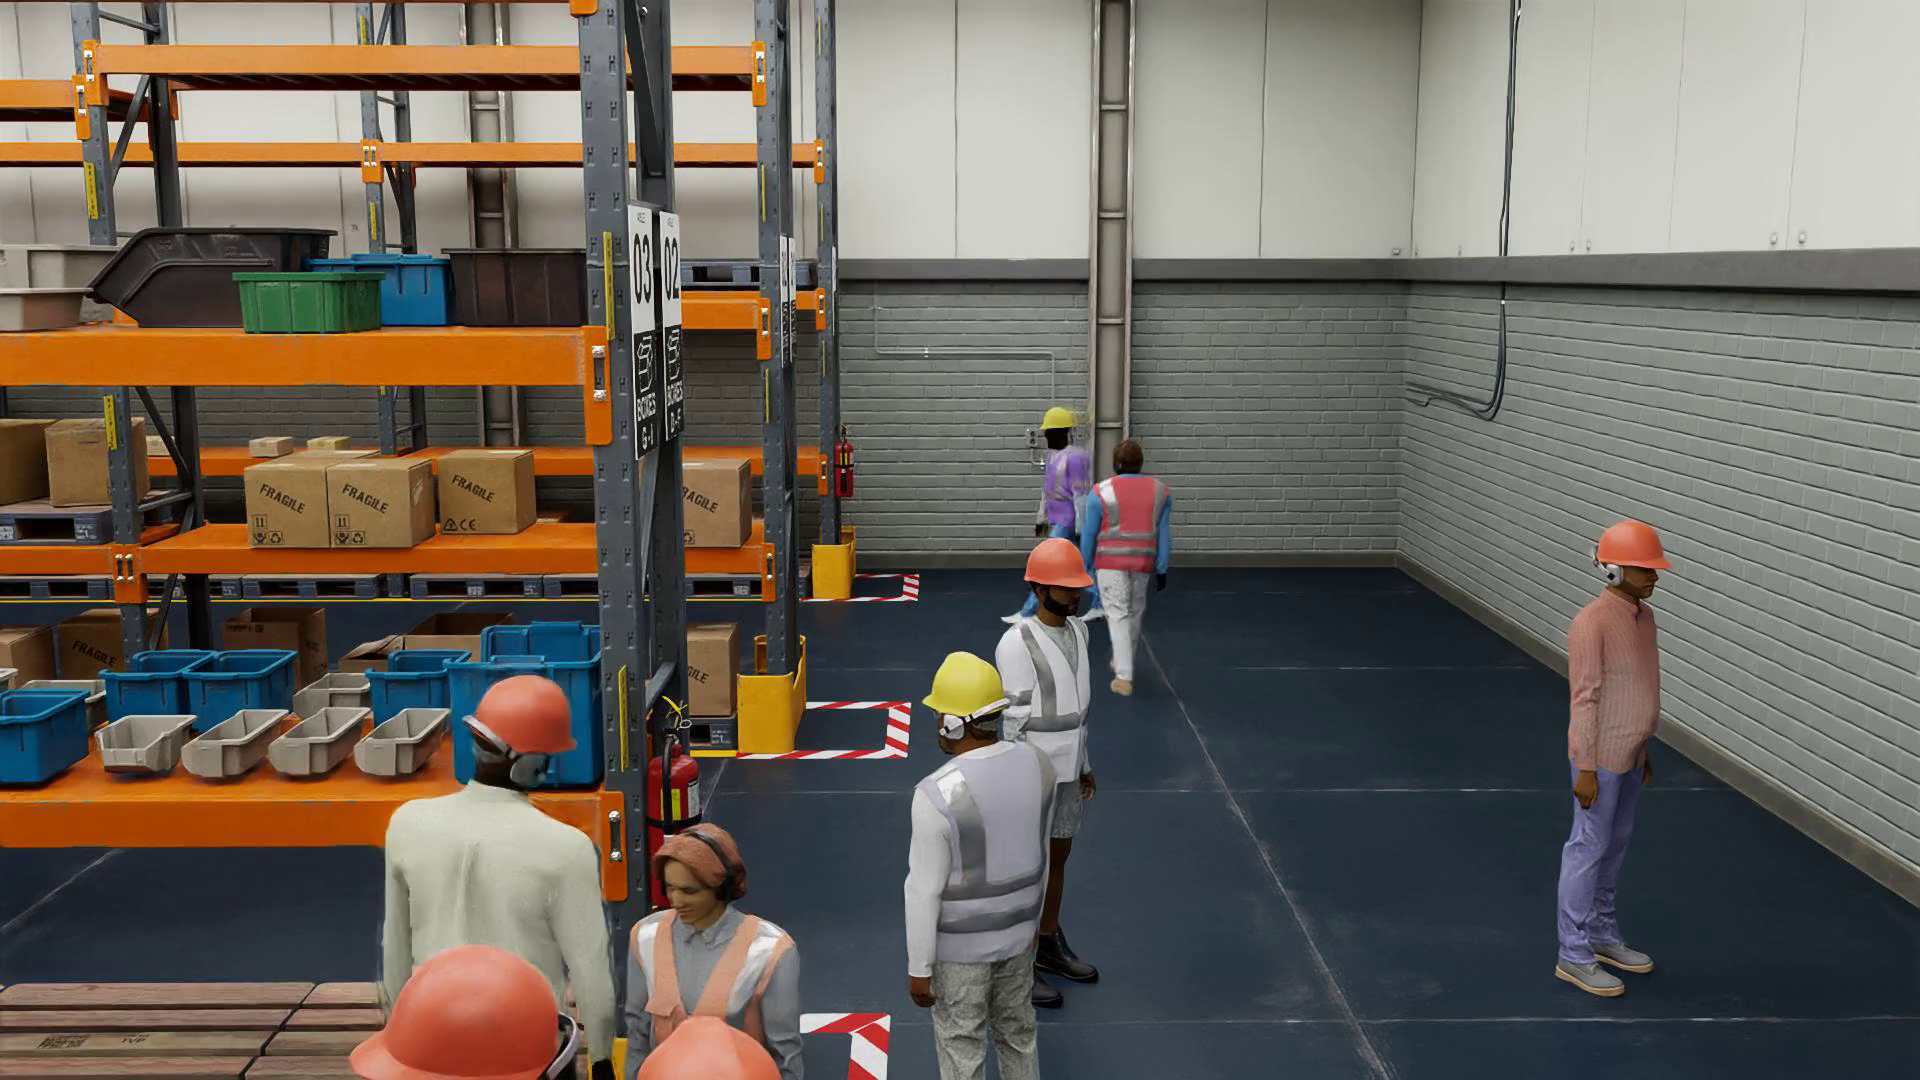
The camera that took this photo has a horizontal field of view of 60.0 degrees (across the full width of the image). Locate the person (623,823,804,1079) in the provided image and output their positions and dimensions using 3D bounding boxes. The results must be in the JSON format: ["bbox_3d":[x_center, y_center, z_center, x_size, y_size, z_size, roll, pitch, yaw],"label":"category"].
[{"bbox_3d":[-0.638,1.522,4.346,0.528,1.630,0.322,4,10,22],"label":"person"}]

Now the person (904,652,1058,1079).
[{"bbox_3d":[0.050,1.260,5.374,0.595,1.828,0.403,-8,12,-42],"label":"person"}]

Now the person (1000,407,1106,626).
[{"bbox_3d":[0.853,-0.193,14.129,1.012,1.872,0.610,-2,10,-14],"label":"person"}]

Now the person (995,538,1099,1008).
[{"bbox_3d":[0.389,0.947,6.931,0.360,1.939,0.543,7,12,36],"label":"person"}]

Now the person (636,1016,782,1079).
[{"bbox_3d":[-0.357,1.664,2.536,0.548,1.936,0.378,-7,12,-36],"label":"person"}]

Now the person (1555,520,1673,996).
[{"bbox_3d":[2.766,0.901,7.039,0.381,1.994,0.622,9,13,43],"label":"person"}]

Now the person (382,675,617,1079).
[{"bbox_3d":[-1.233,1.350,4.473,0.659,1.971,0.397,1,9,7],"label":"person"}]

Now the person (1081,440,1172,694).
[{"bbox_3d":[1.186,0.177,12.087,0.638,1.829,0.703,-3,10,-18],"label":"person"}]

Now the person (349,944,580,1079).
[{"bbox_3d":[-0.753,1.607,2.703,0.376,1.997,0.612,-4,10,-21],"label":"person"}]
